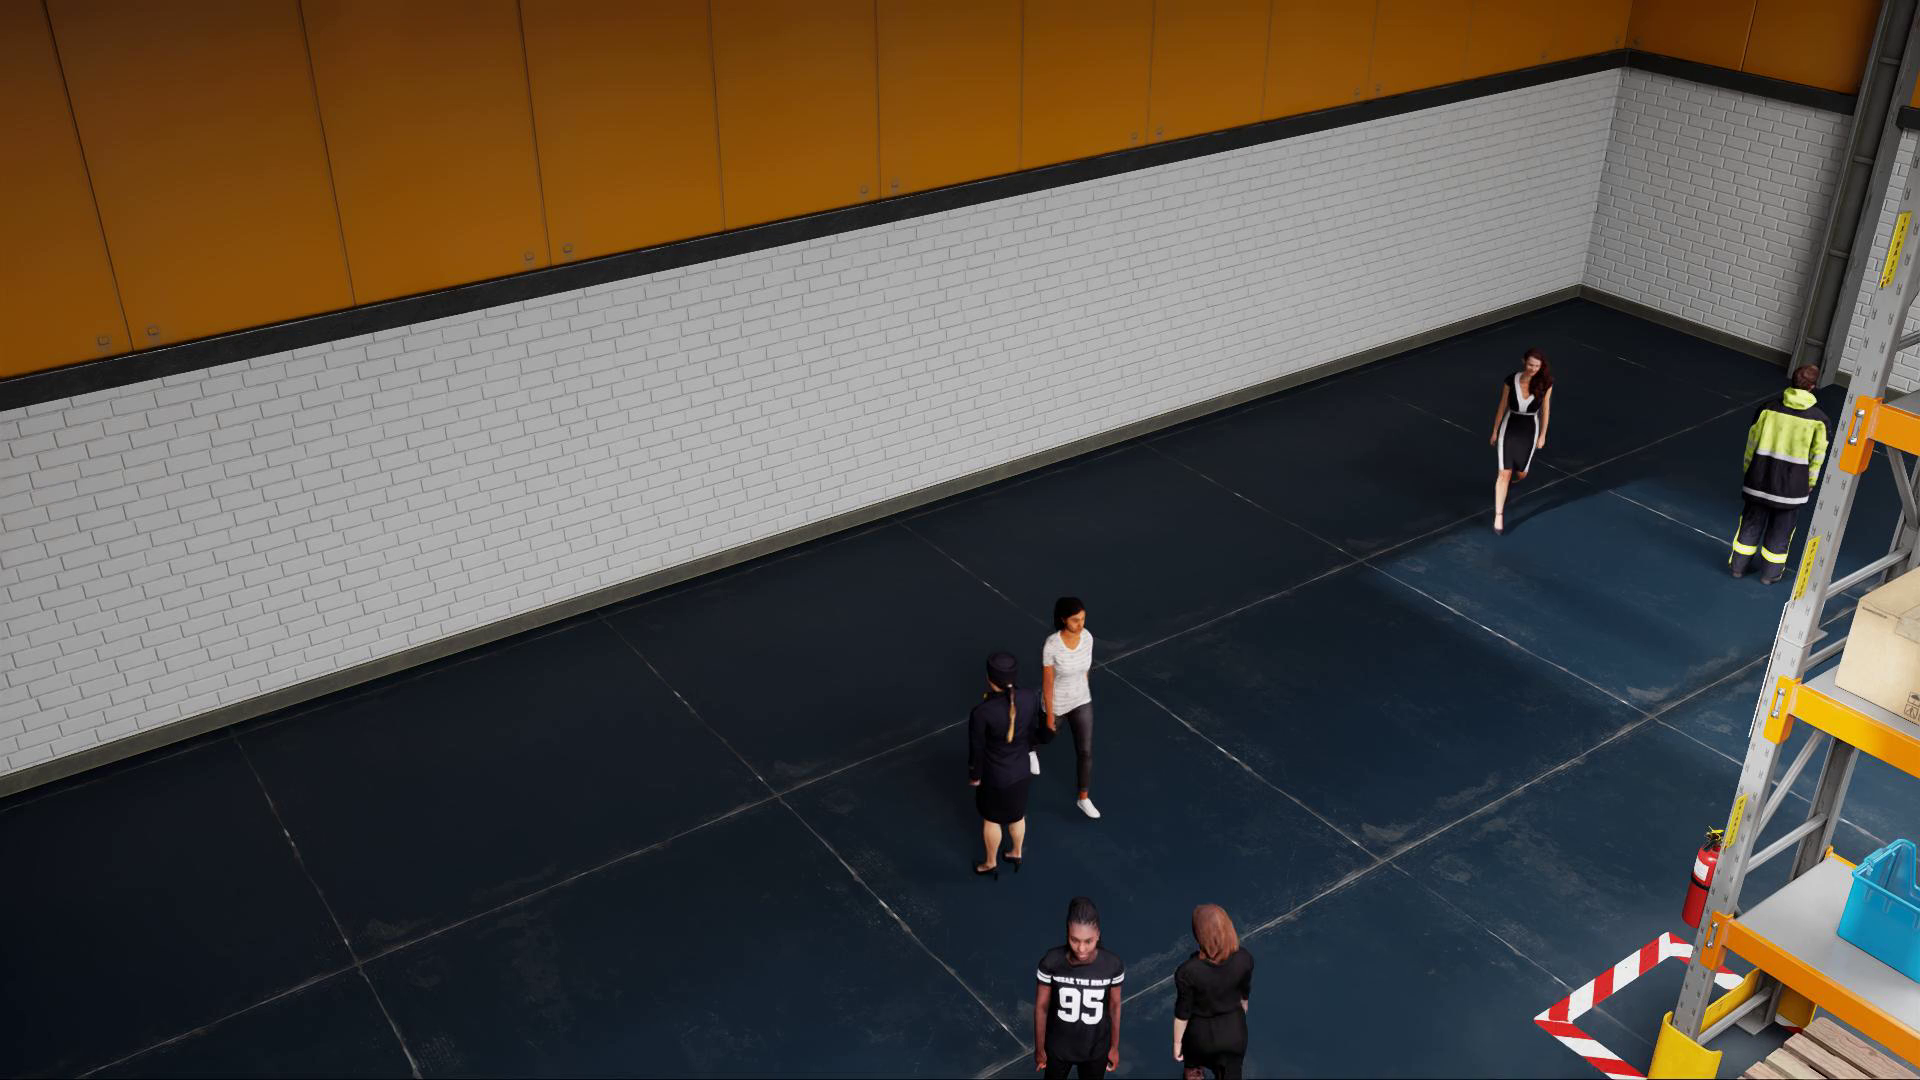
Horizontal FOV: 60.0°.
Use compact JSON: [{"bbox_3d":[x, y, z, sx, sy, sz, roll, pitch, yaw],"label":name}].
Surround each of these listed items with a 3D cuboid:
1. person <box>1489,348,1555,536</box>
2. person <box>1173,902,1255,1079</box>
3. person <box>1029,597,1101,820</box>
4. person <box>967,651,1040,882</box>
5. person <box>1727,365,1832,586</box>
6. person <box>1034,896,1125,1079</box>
[{"bbox_3d":[5.104,-0.958,15.187,1.076,1.768,1.070,10,30,18],"label":"person"},{"bbox_3d":[1.361,2.662,8.659,0.855,1.664,1.130,-6,29,-11],"label":"person"},{"bbox_3d":[0.676,1.103,11.578,0.694,1.605,1.136,-12,31,-21],"label":"person"},{"bbox_3d":[0.284,1.489,10.804,0.687,1.670,0.600,-18,34,-30],"label":"person"},{"bbox_3d":[7.019,-0.573,14.259,0.736,1.980,0.915,18,33,29],"label":"person"},{"bbox_3d":[0.608,2.612,8.683,0.715,1.728,0.748,-1,29,-1],"label":"person"}]
